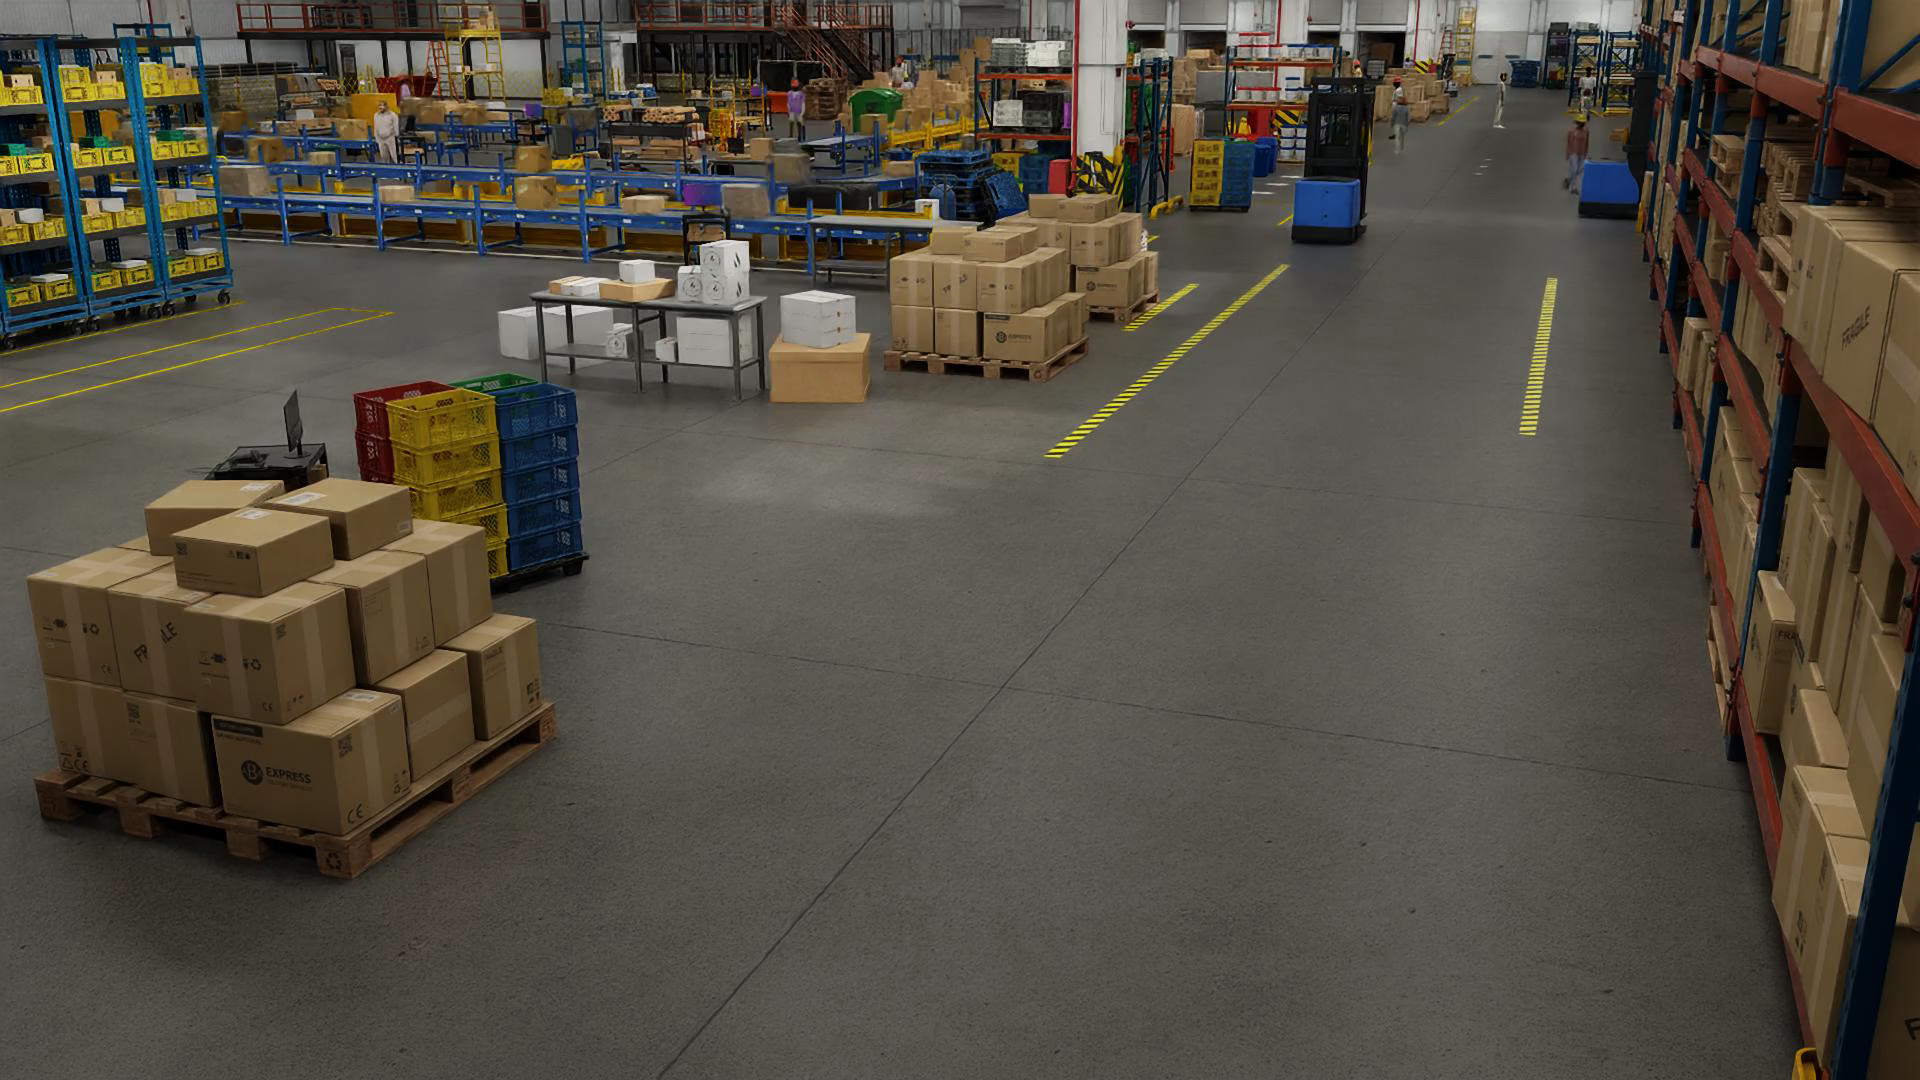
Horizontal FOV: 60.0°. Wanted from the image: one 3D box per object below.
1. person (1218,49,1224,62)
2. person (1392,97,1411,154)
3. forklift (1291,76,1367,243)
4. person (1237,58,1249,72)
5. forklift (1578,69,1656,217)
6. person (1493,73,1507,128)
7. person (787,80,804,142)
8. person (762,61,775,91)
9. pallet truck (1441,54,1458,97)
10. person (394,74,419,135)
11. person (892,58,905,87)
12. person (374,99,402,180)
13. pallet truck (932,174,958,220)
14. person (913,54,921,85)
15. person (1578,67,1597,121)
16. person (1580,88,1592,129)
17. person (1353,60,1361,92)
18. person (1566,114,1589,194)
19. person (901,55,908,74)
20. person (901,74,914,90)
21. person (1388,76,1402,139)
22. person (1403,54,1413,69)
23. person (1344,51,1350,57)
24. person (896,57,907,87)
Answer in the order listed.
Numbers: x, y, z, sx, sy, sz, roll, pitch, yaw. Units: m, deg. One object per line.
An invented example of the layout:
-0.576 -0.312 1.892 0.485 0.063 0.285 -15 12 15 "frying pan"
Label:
14.852 -26.941 94.508 0.521 1.841 0.855 -15 23 -39 "person"
12.502 -11.763 47.210 0.513 1.591 0.848 6 19 19 "person"
6.598 -6.755 29.381 1.129 2.768 1.873 6 19 19 "forklift"
12.615 -20.792 74.849 0.688 2.000 0.536 13 22 34 "person"
13.219 -7.740 32.475 1.873 2.768 1.129 6 19 18 "forklift"
18.777 -15.247 57.704 0.314 1.869 0.537 0 18 1 "person"
-5.071 -13.152 51.081 0.571 1.887 0.993 3 18 9 "person"
-8.374 -20.028 72.725 0.615 1.867 0.526 1 18 4 "person"
22.765 -21.886 78.355 0.823 1.965 1.885 -4 18 -14 "pallet truck"
-17.645 -13.813 53.014 0.672 1.982 0.631 -2 18 -7 "person"
-2.670 -19.856 72.025 0.626 1.968 0.772 -4 18 -13 "person"
-13.763 -9.602 39.934 0.639 1.897 0.398 4 18 13 "person"
-0.507 -5.292 27.348 0.653 1.274 1.630 6 19 19 "pallet truck"
-2.020 -22.420 80.159 0.593 1.922 0.392 -11 21 -30 "person"
23.079 -16.421 61.260 0.604 1.958 0.386 6 18 17 "person"
19.321 -13.122 51.402 0.305 1.637 0.522 -1 18 -3 "person"
16.650 -19.151 69.885 0.398 1.928 0.541 8 19 23 "person"
13.696 -8.593 36.995 0.529 1.751 0.598 -4 18 -13 "person"
-2.827 -23.183 82.697 0.509 1.838 0.341 -4 18 -12 "person"
-1.866 -15.361 58.135 0.404 1.825 0.586 16 24 41 "person"
13.809 -13.683 52.680 0.379 1.938 0.547 4 18 13 "person"
21.660 -22.557 80.576 0.380 1.928 0.586 -11 21 -32 "person"
21.356 -26.085 91.886 0.964 1.795 0.620 0 18 -1 "person"
-2.752 -21.914 78.703 0.580 1.839 0.956 3 18 10 "person"
